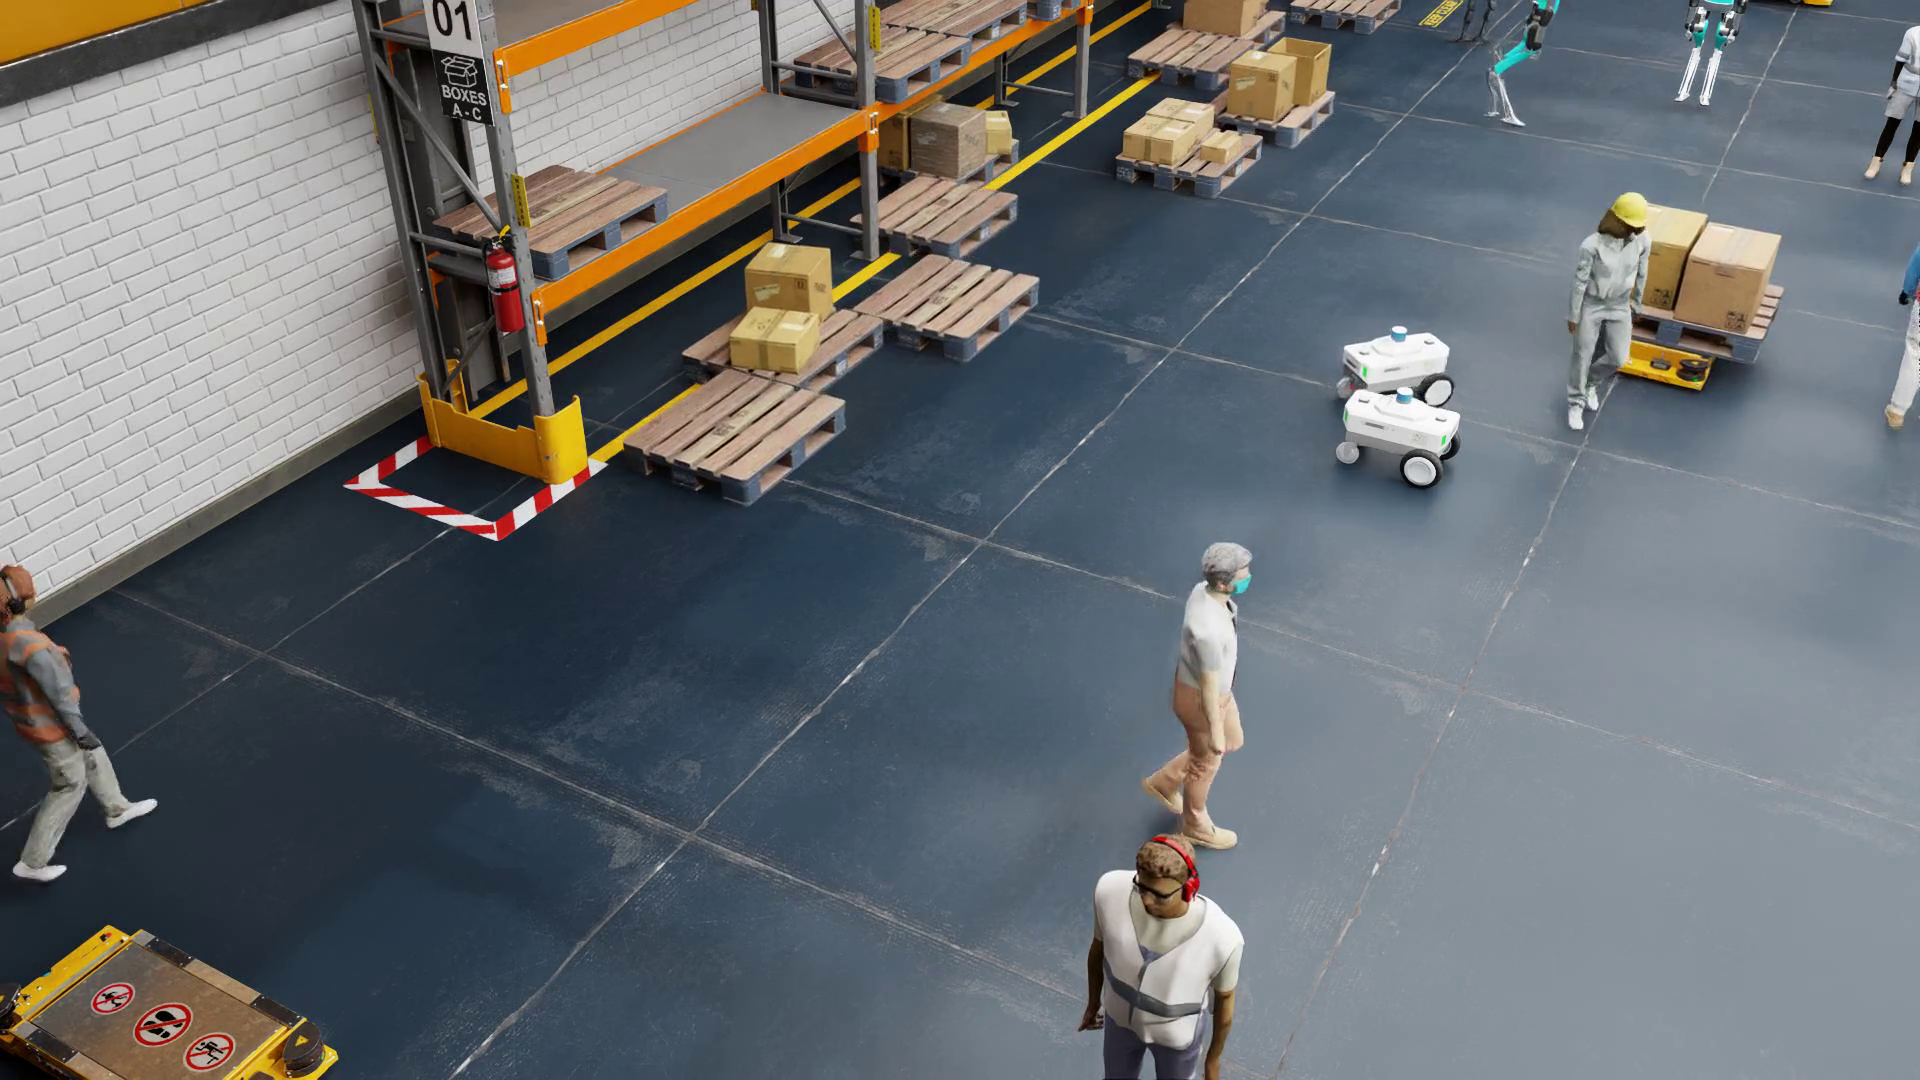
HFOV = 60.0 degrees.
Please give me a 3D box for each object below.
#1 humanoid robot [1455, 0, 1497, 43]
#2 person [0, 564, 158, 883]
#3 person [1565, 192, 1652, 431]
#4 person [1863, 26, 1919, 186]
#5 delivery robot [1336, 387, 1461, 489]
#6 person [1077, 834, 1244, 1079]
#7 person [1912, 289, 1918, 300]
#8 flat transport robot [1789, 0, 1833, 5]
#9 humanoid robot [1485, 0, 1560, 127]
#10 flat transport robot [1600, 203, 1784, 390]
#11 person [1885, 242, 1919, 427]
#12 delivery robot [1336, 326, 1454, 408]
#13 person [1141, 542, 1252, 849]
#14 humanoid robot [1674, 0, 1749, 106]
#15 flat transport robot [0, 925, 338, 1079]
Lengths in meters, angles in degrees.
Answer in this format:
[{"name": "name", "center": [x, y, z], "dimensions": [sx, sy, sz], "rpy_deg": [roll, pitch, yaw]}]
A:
[{"name": "humanoid robot", "center": [5.828, -6.369, 18.513], "dimensions": [0.385, 1.646, 0.589], "rpy_deg": [-10, 35, -15]}, {"name": "person", "center": [-4.236, 0.852, 7.637], "dimensions": [0.519, 1.615, 0.697], "rpy_deg": [29, 43, 36]}, {"name": "person", "center": [4.315, -1.540, 11.158], "dimensions": [0.526, 1.724, 0.400], "rpy_deg": [-2, 34, -3]}, {"name": "person", "center": [8.635, -4.045, 14.971], "dimensions": [0.534, 1.696, 0.322], "rpy_deg": [19, 38, 26]}, {"name": "delivery robot", "center": [2.899, -0.734, 10.973], "dimensions": [0.739, 0.566, 0.499], "rpy_deg": [17, 37, 24]}, {"name": "person", "center": [0.718, 1.755, 6.062], "dimensions": [0.563, 1.846, 0.396], "rpy_deg": [19, 38, 26]}, {"name": "person", "center": [7.881, -2.686, 12.781], "dimensions": [0.563, 1.846, 0.396], "rpy_deg": [19, 38, 26]}, {"name": "flat transport robot", "center": [10.008, -6.838, 20.494], "dimensions": [1.431, 0.231, 0.659], "rpy_deg": [17, 37, 24]}, {"name": "humanoid robot", "center": [5.443, -4.928, 16.273], "dimensions": [0.782, 1.780, 0.539], "rpy_deg": [6, 34, 9]}, {"name": "flat transport robot", "center": [5.388, -1.552, 12.496], "dimensions": [0.659, 0.231, 1.431], "rpy_deg": [19, 38, 26]}, {"name": "person", "center": [6.671, -1.603, 11.165], "dimensions": [0.664, 1.815, 0.474], "rpy_deg": [17, 37, 24]}, {"name": "delivery robot", "center": [3.089, -1.214, 11.742], "dimensions": [0.797, 0.613, 0.499], "rpy_deg": [-10, 35, -15]}, {"name": "person", "center": [1.145, 0.740, 7.696], "dimensions": [0.415, 1.731, 0.485], "rpy_deg": [8, 34, 11]}, {"name": "humanoid robot", "center": [7.542, -5.209, 16.577], "dimensions": [0.533, 1.677, 0.735], "rpy_deg": [17, 37, 24]}, {"name": "flat transport robot", "center": [-3.387, 2.085, 6.994], "dimensions": [1.431, 0.231, 0.659], "rpy_deg": [17, 37, 24]}]
